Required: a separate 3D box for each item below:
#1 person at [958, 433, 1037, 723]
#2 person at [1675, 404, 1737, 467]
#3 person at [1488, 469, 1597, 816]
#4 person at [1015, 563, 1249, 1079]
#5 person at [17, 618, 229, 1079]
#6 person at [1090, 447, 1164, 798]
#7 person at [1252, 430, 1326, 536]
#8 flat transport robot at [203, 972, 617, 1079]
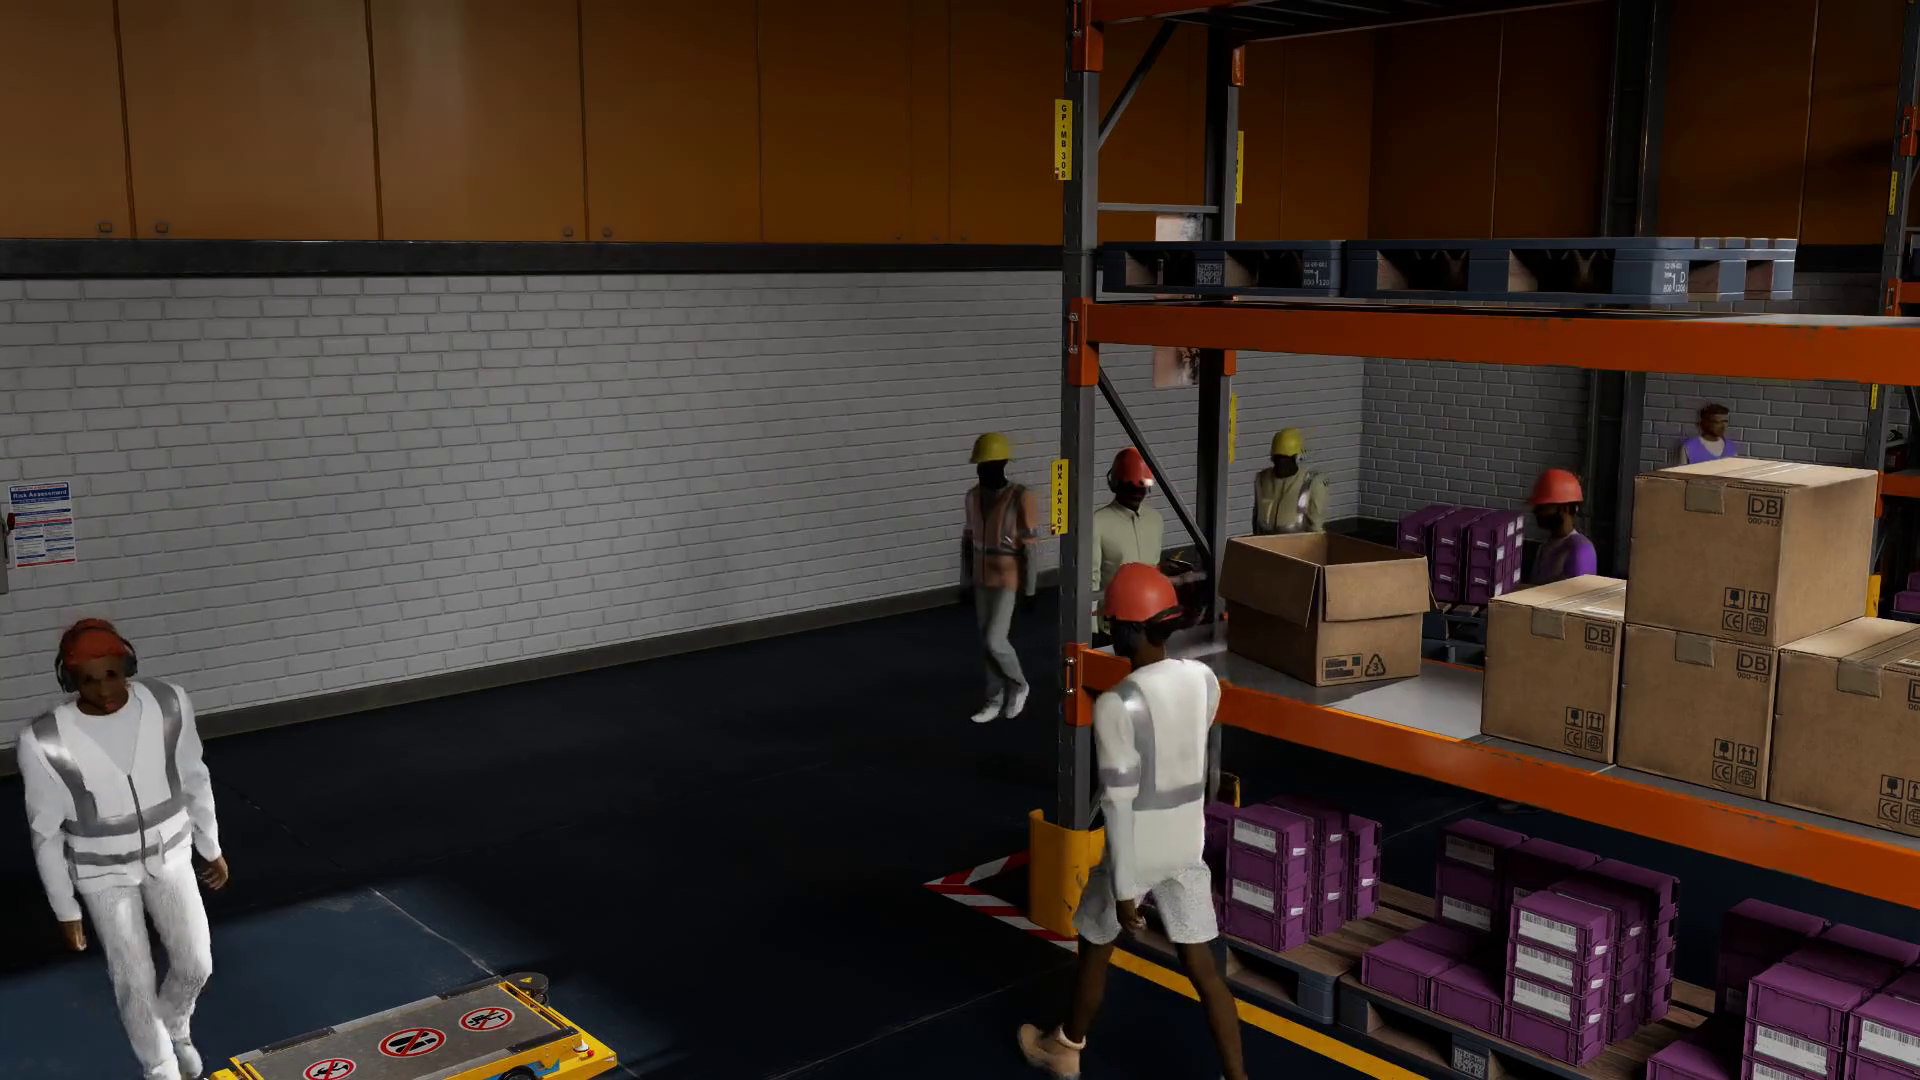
[{"bbox_3d":[0.221,0.256,10.758,0.419,1.908,0.607,-9,13,-42],"label":"person"},{"bbox_3d":[6.295,-0.230,13.910,0.592,1.795,0.939,-4,10,-22],"label":"person"},{"bbox_3d":[3.250,0.571,8.903,0.659,1.916,0.558,0,10,-2],"label":"person"},{"bbox_3d":[0.661,1.066,5.828,0.614,1.993,1.068,-8,12,-38],"label":"person"},{"bbox_3d":[-2.859,1.144,5.731,0.644,1.855,0.541,-9,13,-43],"label":"person"},{"bbox_3d":[0.925,0.466,9.308,0.612,1.986,0.401,-8,13,-39],"label":"person"},{"bbox_3d":[2.372,0.076,12.219,0.597,1.771,0.939,6,12,33],"label":"person"},{"bbox_3d":[-2.018,1.903,5.912,1.431,0.197,0.652,-8,13,-41],"label":"flat transport robot"}]
